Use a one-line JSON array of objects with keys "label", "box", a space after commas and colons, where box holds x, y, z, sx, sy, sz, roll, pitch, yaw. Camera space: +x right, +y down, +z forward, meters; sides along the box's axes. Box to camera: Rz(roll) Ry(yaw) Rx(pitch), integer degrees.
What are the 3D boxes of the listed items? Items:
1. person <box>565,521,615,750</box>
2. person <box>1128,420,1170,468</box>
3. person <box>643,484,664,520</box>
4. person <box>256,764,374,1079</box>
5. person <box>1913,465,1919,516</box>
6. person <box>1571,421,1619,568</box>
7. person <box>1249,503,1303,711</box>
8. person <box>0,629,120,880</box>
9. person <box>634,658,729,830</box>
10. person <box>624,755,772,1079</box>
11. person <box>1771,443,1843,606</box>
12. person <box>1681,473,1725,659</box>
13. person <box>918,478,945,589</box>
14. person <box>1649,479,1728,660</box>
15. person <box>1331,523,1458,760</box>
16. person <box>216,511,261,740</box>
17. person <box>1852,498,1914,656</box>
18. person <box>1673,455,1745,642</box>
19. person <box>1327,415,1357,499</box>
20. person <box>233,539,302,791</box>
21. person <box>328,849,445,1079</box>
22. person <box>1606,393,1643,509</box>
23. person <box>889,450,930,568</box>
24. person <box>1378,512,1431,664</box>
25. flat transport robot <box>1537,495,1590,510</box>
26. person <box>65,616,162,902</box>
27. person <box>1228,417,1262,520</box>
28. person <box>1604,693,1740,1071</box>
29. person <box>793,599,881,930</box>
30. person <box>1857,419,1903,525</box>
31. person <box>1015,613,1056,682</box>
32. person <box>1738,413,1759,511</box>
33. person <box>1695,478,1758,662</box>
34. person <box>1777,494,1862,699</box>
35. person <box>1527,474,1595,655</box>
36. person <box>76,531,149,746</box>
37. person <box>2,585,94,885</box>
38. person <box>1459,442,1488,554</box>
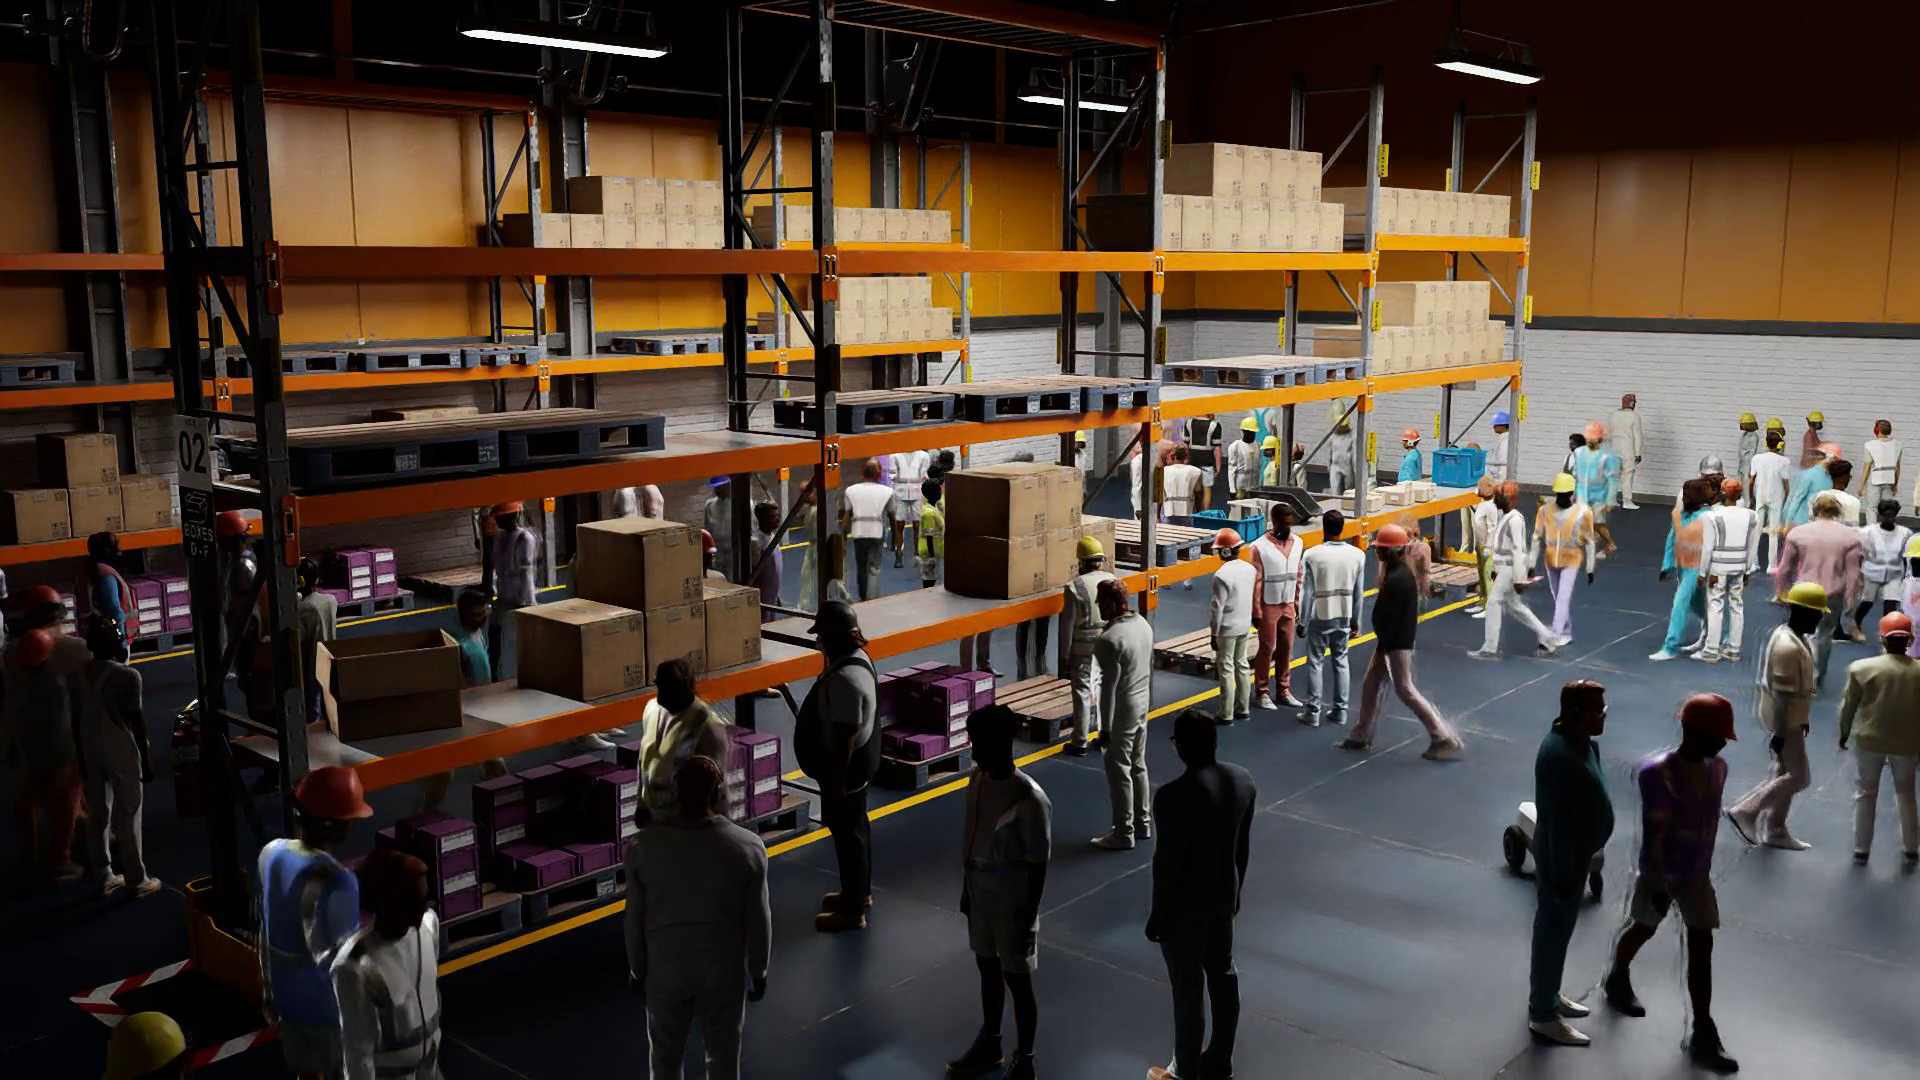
[{"label": "person", "box": [-3.138, 0.793, 13.916, 0.392, 1.920, 0.587, -3, 10, -18]}, {"label": "person", "box": [3.047, -1.314, 26.605, 0.657, 1.881, 0.783, -2, 10, -9]}, {"label": "person", "box": [-3.625, -0.109, 19.785, 0.340, 1.759, 0.530, -2, 10, -13]}, {"label": "person", "box": [-2.727, 1.925, 6.909, 0.643, 2.005, 0.640, 7, 12, 36]}, {"label": "person", "box": [12.994, -0.485, 22.078, 0.600, 1.729, 0.506, 4, 10, 22]}, {"label": "person", "box": [8.450, -0.610, 22.098, 0.905, 1.998, 0.653, -8, 13, -41]}, {"label": "person", "box": [2.868, 0.601, 15.113, 0.593, 1.907, 0.415, -6, 11, -32]}, {"label": "person", "box": [-5.988, 1.398, 10.984, 0.592, 1.714, 0.694, 8, 12, 38]}, {"label": "person", "box": [-1.578, 1.550, 9.727, 0.612, 1.809, 0.821, 9, 13, 43]}, {"label": "person", "box": [-1.166, 1.892, 7.444, 0.647, 1.895, 0.403, -1, 10, -7]}, {"label": "person", "box": [10.000, -0.178, 19.643, 0.777, 1.943, 0.481, -5, 11, -28]}, {"label": "person", "box": [7.713, 0.268, 17.050, 0.391, 1.920, 0.587, 2, 10, 10]}, {"label": "person", "box": [-0.306, 0.156, 18.378, 0.315, 1.695, 0.540, 0, 10, 2]}, {"label": "person", "box": [7.562, 0.291, 17.083, 0.995, 1.878, 0.579, -2, 10, -13]}, {"label": "person", "box": [3.605, 0.838, 13.605, 0.971, 1.972, 0.625, 2, 10, 13]}, {"label": "person", "box": [-5.944, 0.766, 13.752, 0.402, 2.036, 0.607, -3, 10, -16]}, {"label": "person", "box": [9.578, 0.351, 17.333, 0.548, 1.658, 0.751, 3, 10, 16]}, {"label": "person", "box": [7.903, 0.107, 17.649, 0.684, 2.000, 0.538, 6, 11, 32]}, {"label": "person", "box": [5.978, -1.129, 26.038, 0.490, 1.704, 0.856, 2, 10, 11]}, {"label": "person", "box": [-5.274, 0.950, 12.832, 0.600, 1.967, 0.368, -8, 13, -41]}, {"label": "person", "box": [-2.153, 2.079, 6.403, 0.406, 1.866, 0.582, 4, 10, 23]}, {"label": "person", "box": [10.972, -1.461, 27.406, 0.405, 1.906, 0.653, -5, 11, -29]}, {"label": "person", "box": [-0.667, -0.575, 22.069, 0.545, 1.931, 0.385, 0, 10, -1]}, {"label": "person", "box": [4.398, 0.519, 16.490, 0.499, 1.601, 0.808, 3, 10, 15]}, {"label": "flat transport robot", "box": [9.750, -0.530, 26.720, 0.652, 0.197, 1.431, 1, 10, 9]}, {"label": "person", "box": [-5.392, 1.391, 10.593, 0.503, 1.839, 0.349, 2, 10, 9]}, {"label": "person", "box": [3.991, -0.761, 23.212, 0.585, 1.918, 0.409, -7, 12, -35]}, {"label": "person", "box": [3.739, 1.696, 8.666, 0.546, 1.887, 0.968, -2, 10, -14]}, {"label": "person", "box": [-0.753, 1.351, 10.218, 0.536, 2.000, 0.684, 0, 10, 0]}, {"label": "person", "box": [13.013, -0.781, 23.527, 0.572, 1.843, 0.373, -1, 10, -6]}, {"label": "person", "box": [0.740, 0.408, 16.105, 0.611, 1.960, 0.386, -3, 10, -18]}, {"label": "person", "box": [12.206, -1.113, 25.847, 0.322, 1.737, 0.485, 1, 10, 7]}, {"label": "person", "box": [7.779, 0.311, 16.905, 0.577, 1.882, 0.353, -1, 10, -9]}, {"label": "person", "box": [8.101, 0.505, 15.729, 0.658, 1.878, 1.026, 4, 10, 23]}, {"label": "person", "box": [6.233, 0.245, 17.312, 0.619, 1.871, 1.001, 9, 13, 43]}, {"label": "person", "box": [-7.074, 0.840, 13.863, 0.430, 1.845, 0.619, -9, 13, -43]}, {"label": "person", "box": [-5.980, 1.263, 11.098, 0.645, 1.932, 0.986, -1, 10, -3]}, {"label": "person", "box": [6.933, -0.514, 22.569, 0.282, 1.633, 0.498, -4, 10, -23]}]
